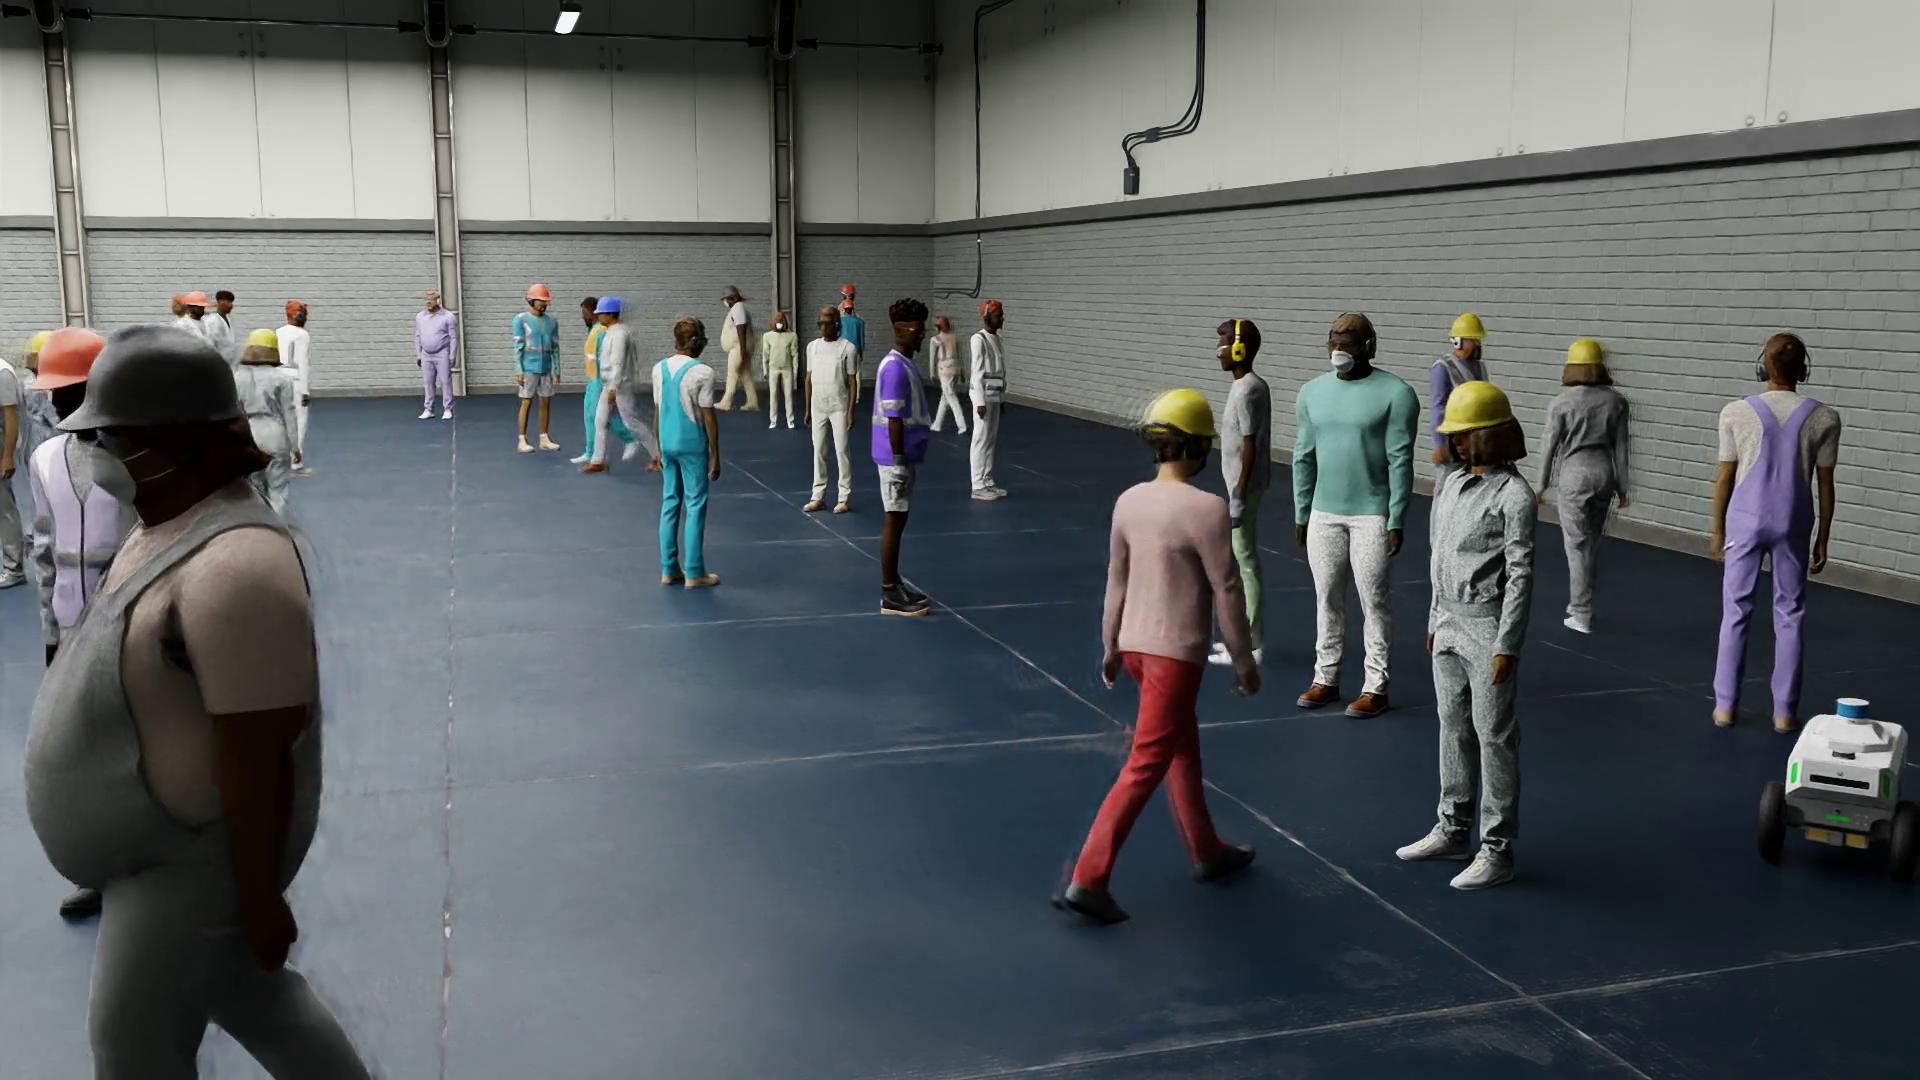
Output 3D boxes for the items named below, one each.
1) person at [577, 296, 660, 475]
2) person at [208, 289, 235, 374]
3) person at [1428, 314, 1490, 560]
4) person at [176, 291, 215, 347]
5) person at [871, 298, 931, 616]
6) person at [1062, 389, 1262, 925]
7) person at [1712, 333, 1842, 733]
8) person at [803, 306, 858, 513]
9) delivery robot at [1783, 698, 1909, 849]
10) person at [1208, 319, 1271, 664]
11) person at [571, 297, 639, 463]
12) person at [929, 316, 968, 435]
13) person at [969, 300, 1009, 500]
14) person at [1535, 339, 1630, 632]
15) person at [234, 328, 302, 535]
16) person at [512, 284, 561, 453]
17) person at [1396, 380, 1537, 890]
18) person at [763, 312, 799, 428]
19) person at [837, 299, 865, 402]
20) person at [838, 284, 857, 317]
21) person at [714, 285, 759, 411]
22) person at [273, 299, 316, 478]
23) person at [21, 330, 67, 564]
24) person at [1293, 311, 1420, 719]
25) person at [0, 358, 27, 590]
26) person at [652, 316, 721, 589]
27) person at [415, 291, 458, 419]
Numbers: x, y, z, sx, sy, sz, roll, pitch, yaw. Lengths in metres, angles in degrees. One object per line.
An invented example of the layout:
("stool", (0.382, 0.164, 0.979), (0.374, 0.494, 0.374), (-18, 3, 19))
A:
("person", (-3.577, -1.639, 17.698), (0.942, 1.913, 0.605), (-5, 10, -29))
("person", (-10.401, -2.520, 23.224), (0.547, 1.942, 0.750), (-1, 9, -4))
("person", (3.698, -0.740, 12.222), (0.658, 1.823, 0.404), (-7, 11, -38))
("person", (-9.788, -2.231, 21.419), (0.388, 1.930, 0.539), (3, 9, 19))
("person", (-0.365, -0.521, 10.373), (0.370, 1.963, 0.608), (0, 9, 1))
("person", (0.656, 0.373, 5.480), (0.896, 1.728, 0.534), (-5, 10, -29))
("person", (3.736, -0.028, 7.658), (0.501, 1.839, 0.351), (3, 10, 21))
("person", (-1.156, -1.156, 14.807), (0.506, 1.846, 0.346), (3, 10, 21))
("delivery robot", (3.217, 0.817, 6.021), (0.477, 0.478, 0.707), (6, 11, 32))
("person", (1.520, -0.254, 8.990), (0.309, 1.864, 0.534), (3, 9, 16))
("person", (-4.061, -1.808, 18.809), (0.665, 1.888, 0.601), (-3, 10, -21))
("person", (-0.145, -2.210, 22.327), (0.806, 1.590, 0.517), (8, 12, 40))
("person", (0.279, -1.328, 15.783), (0.361, 1.883, 0.574), (4, 10, 23))
("person", (3.708, -0.339, 9.989), (0.504, 1.713, 0.718), (-1, 9, -5))
("person", (-5.109, -0.691, 12.232), (0.476, 1.724, 0.424), (1, 9, 7))
("person", (-5.067, -2.059, 20.011), (0.448, 2.030, 0.622), (9, 12, 44))
("person", (1.759, 0.322, 5.719), (0.321, 1.741, 0.489), (-3, 9, -18))
("person", (-2.496, -2.360, 23.191), (0.501, 1.627, 0.283), (-1, 9, -5))
("person", (-1.879, -3.184, 28.033), (0.569, 1.751, 0.329), (-4, 10, -23))
("person", (-2.043, -3.641, 30.177), (0.393, 1.995, 0.612), (-4, 10, -24))
("person", (-3.566, -3.057, 26.311), (0.804, 2.000, 0.774), (0, 9, -2))
("person", (-7.027, -1.592, 17.531), (0.609, 1.871, 0.390), (6, 11, 33))
("person", (-6.289, -0.574, 11.449), (0.450, 1.729, 0.493), (-1, 9, -4))
("person", (1.867, -0.118, 7.934), (0.623, 1.932, 0.371), (7, 11, 39))
("person", (-6.551, -0.590, 11.192), (0.569, 1.845, 0.384), (4, 10, 23))
("person", (-1.834, -0.582, 11.188), (0.524, 1.834, 0.355), (5, 10, 29))
("person", (-7.791, -2.739, 24.710), (0.643, 1.910, 0.400), (2, 9, 10))
